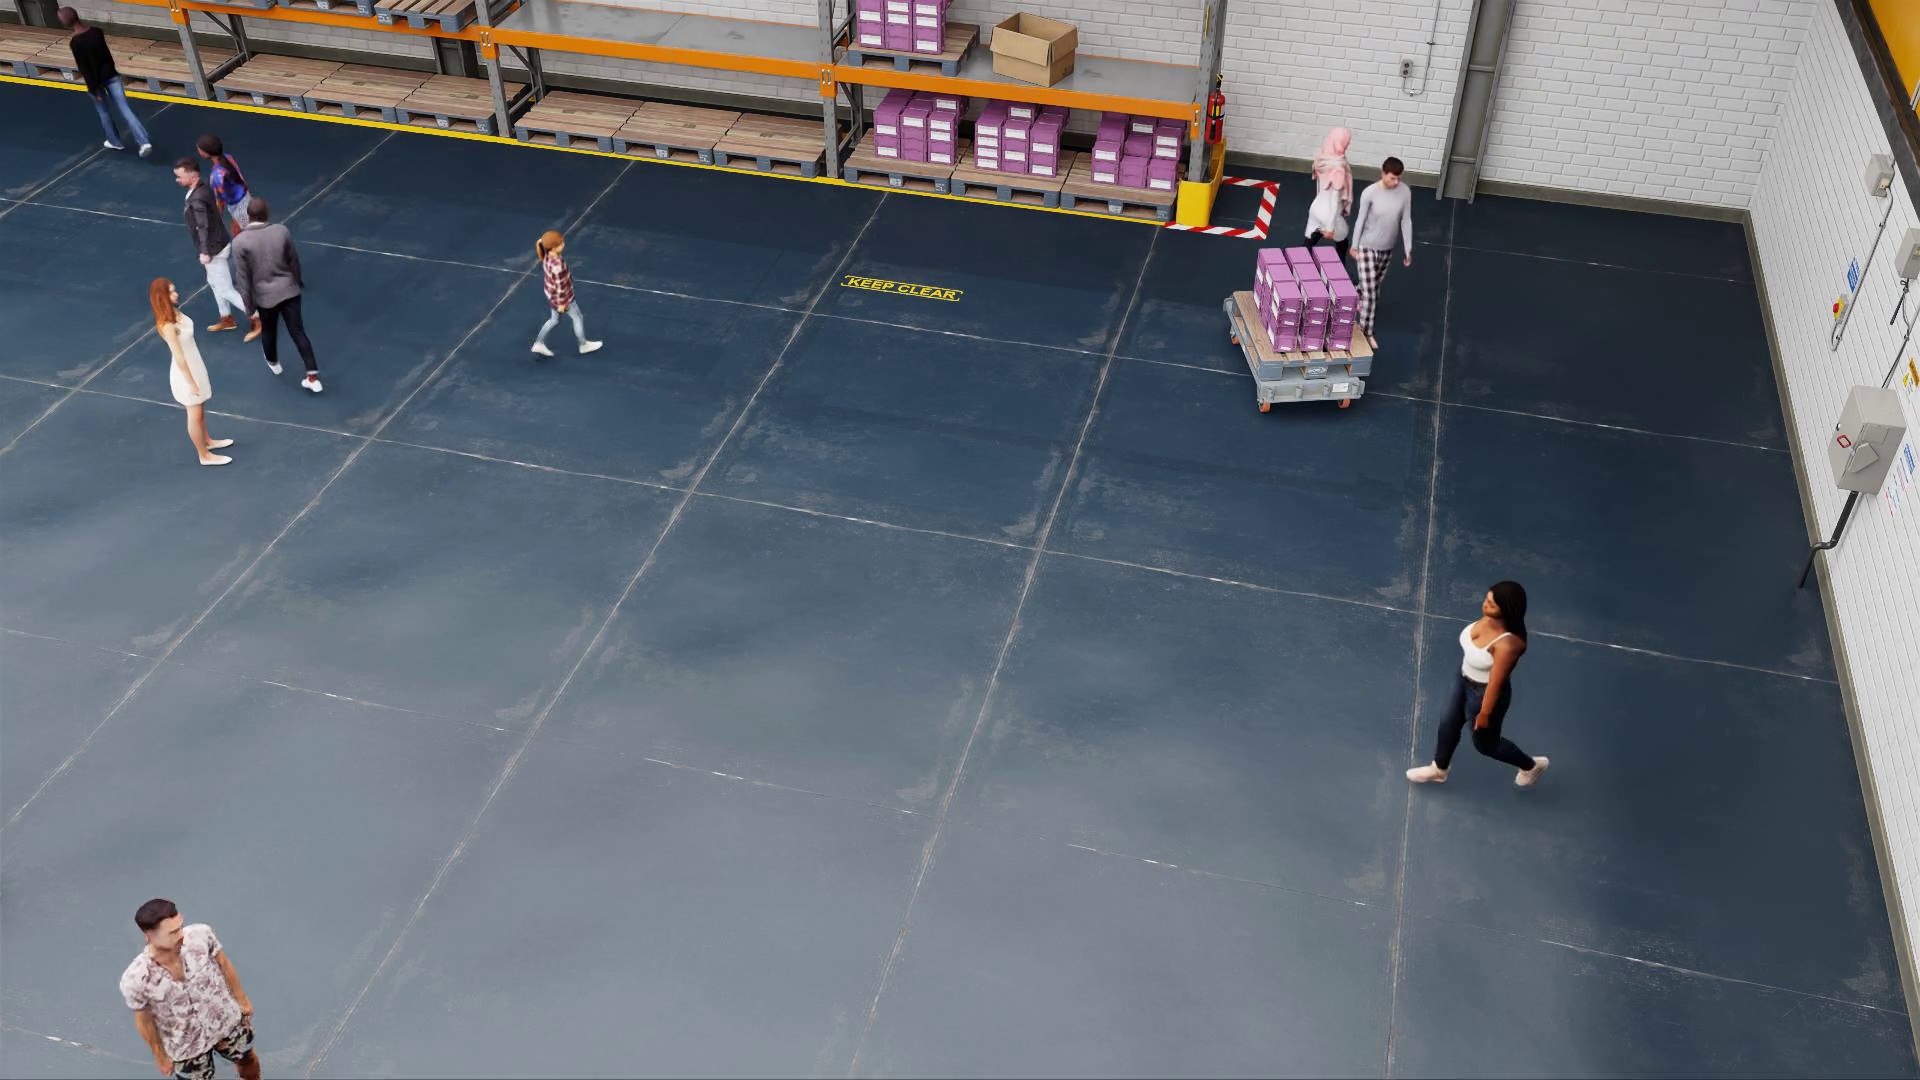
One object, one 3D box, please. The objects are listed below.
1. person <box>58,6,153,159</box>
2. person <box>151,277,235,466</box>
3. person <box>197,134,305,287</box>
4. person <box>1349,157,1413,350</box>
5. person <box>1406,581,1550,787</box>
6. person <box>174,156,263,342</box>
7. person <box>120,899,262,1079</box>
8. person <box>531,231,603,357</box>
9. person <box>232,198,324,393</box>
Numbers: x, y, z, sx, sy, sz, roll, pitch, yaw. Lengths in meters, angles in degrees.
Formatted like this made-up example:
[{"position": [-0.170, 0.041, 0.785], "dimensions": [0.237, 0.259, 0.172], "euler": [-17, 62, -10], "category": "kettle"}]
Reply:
[{"position": [-9.395, -5.034, 18.372], "dimensions": [1.194, 1.701, 0.854], "euler": [24, 44, 27], "category": "person"}, {"position": [-6.426, -1.412, 13.830], "dimensions": [0.662, 1.709, 0.640], "euler": [-9, 40, -11], "category": "person"}, {"position": [-6.761, -3.097, 15.950], "dimensions": [1.021, 1.696, 0.815], "euler": [-4, 39, -5], "category": "person"}, {"position": [3.848, -2.772, 15.453], "dimensions": [1.136, 1.807, 1.035], "euler": [-8, 39, -10], "category": "person"}, {"position": [3.489, 0.983, 10.772], "dimensions": [1.172, 1.781, 0.796], "euler": [2, 39, 2], "category": "person"}, {"position": [-6.847, -2.682, 15.324], "dimensions": [0.986, 1.827, 0.906], "euler": [-7, 39, -9], "category": "person"}, {"position": [-4.046, 2.548, 8.791], "dimensions": [0.770, 1.809, 0.750], "euler": [-27, 46, -29], "category": "person"}, {"position": [-3.719, -2.228, 15.185], "dimensions": [0.922, 1.293, 0.857], "euler": [-19, 43, -23], "category": "person"}, {"position": [-5.957, -2.103, 14.653], "dimensions": [1.122, 1.761, 1.183], "euler": [-26, 45, -28], "category": "person"}]
